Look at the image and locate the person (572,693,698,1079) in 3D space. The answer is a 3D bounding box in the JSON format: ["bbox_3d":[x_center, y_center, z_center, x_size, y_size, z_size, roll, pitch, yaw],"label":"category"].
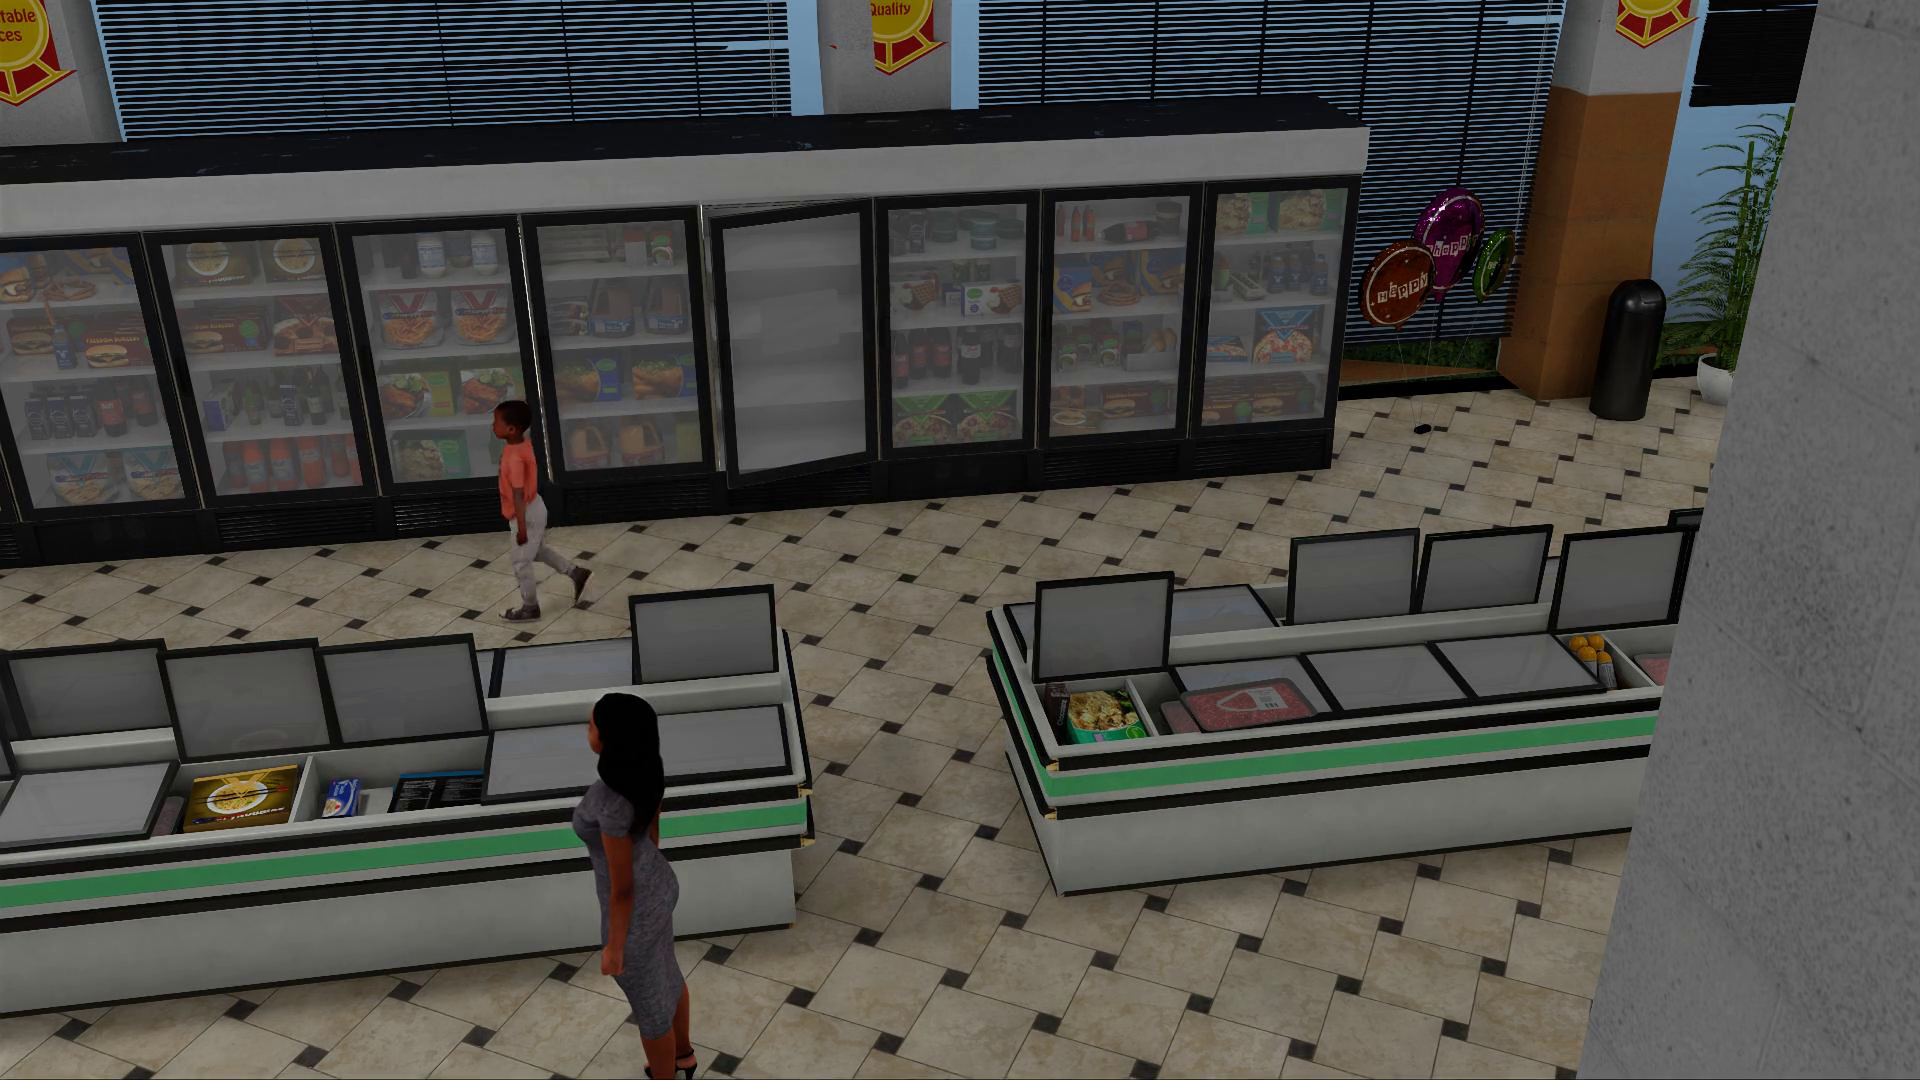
[{"bbox_3d":[-1.093,1.293,5.741,0.630,1.781,0.649,5,27,9],"label":"person"}]

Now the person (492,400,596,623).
[{"bbox_3d":[-2.319,-0.152,9.126,0.771,1.296,0.518,-3,27,-5],"label":"person"}]
